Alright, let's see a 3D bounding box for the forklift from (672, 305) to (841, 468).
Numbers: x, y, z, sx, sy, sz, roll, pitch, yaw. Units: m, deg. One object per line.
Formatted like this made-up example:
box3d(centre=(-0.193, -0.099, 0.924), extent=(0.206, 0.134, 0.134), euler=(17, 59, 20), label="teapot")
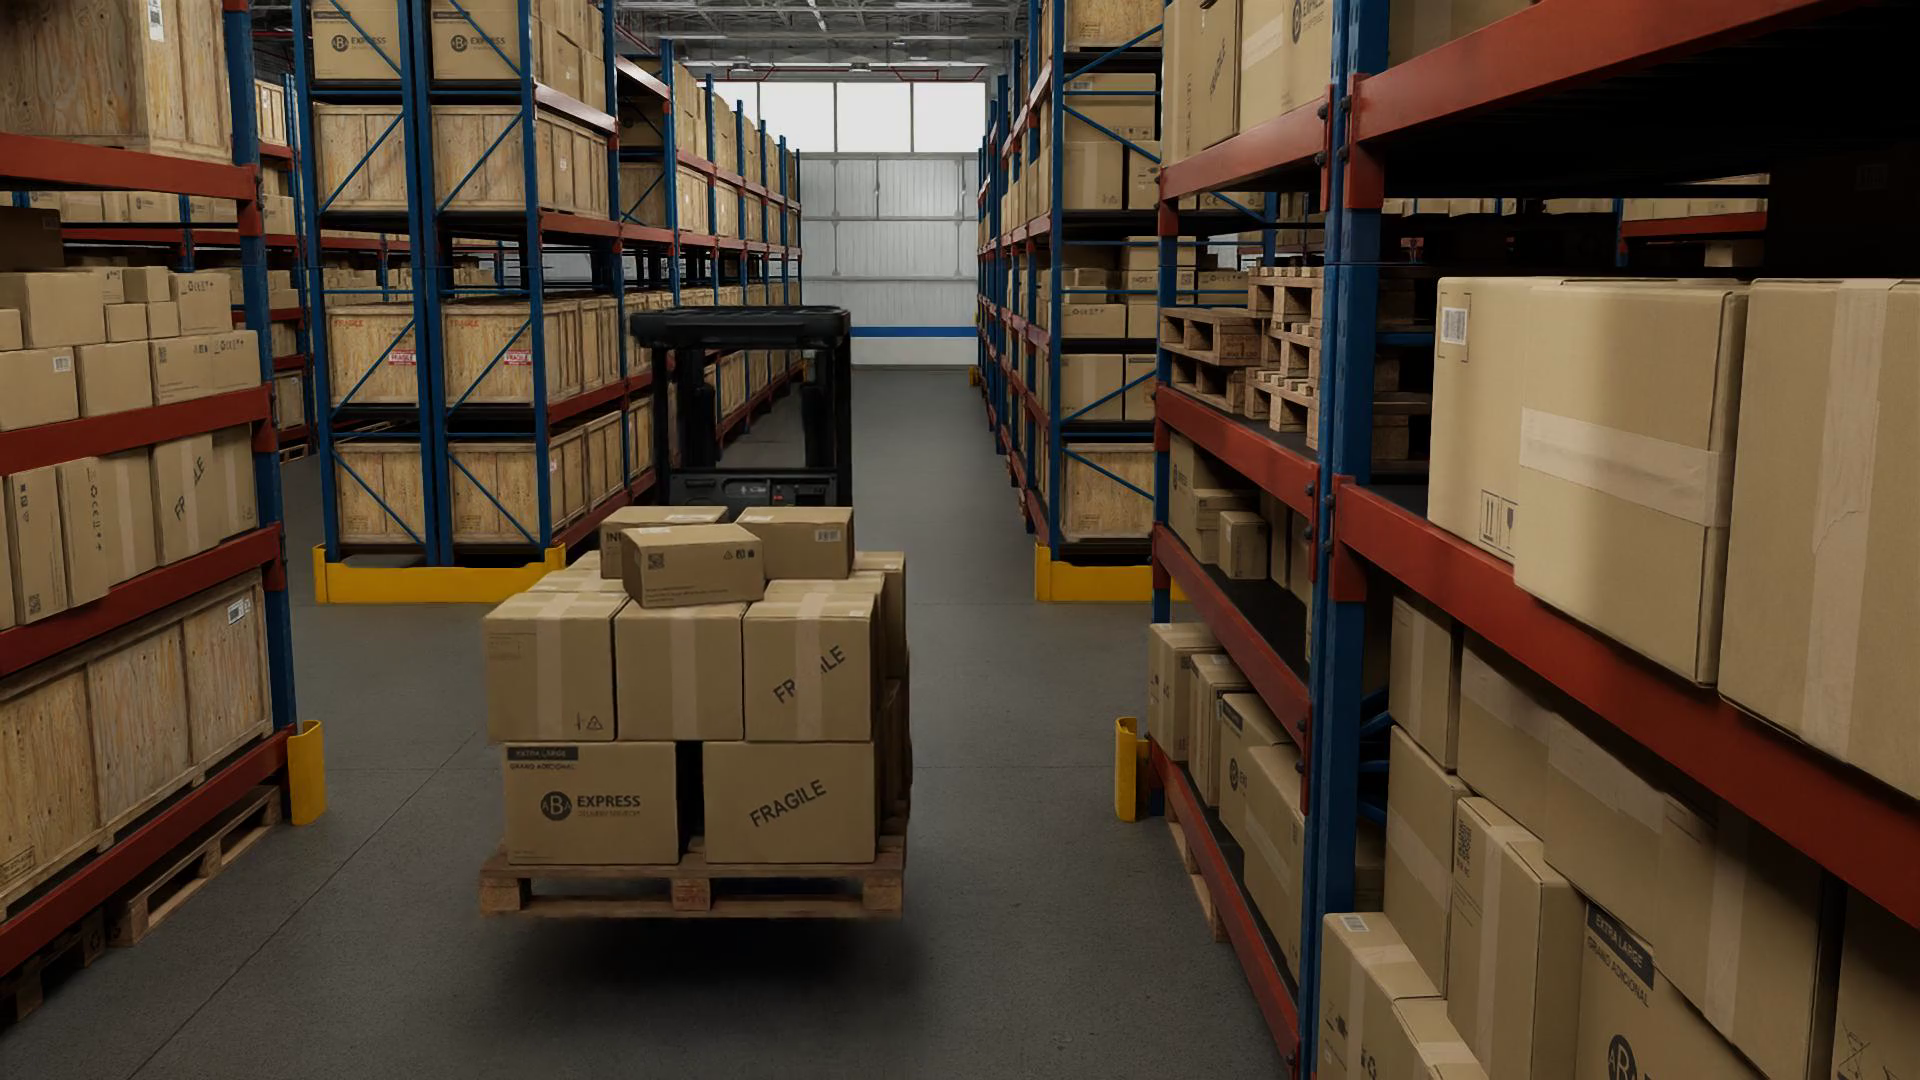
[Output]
box3d(centre=(-1.148, 0.033, 9.654), extent=(1.129, 2.768, 1.873), euler=(0, 9, -1), label="forklift")
